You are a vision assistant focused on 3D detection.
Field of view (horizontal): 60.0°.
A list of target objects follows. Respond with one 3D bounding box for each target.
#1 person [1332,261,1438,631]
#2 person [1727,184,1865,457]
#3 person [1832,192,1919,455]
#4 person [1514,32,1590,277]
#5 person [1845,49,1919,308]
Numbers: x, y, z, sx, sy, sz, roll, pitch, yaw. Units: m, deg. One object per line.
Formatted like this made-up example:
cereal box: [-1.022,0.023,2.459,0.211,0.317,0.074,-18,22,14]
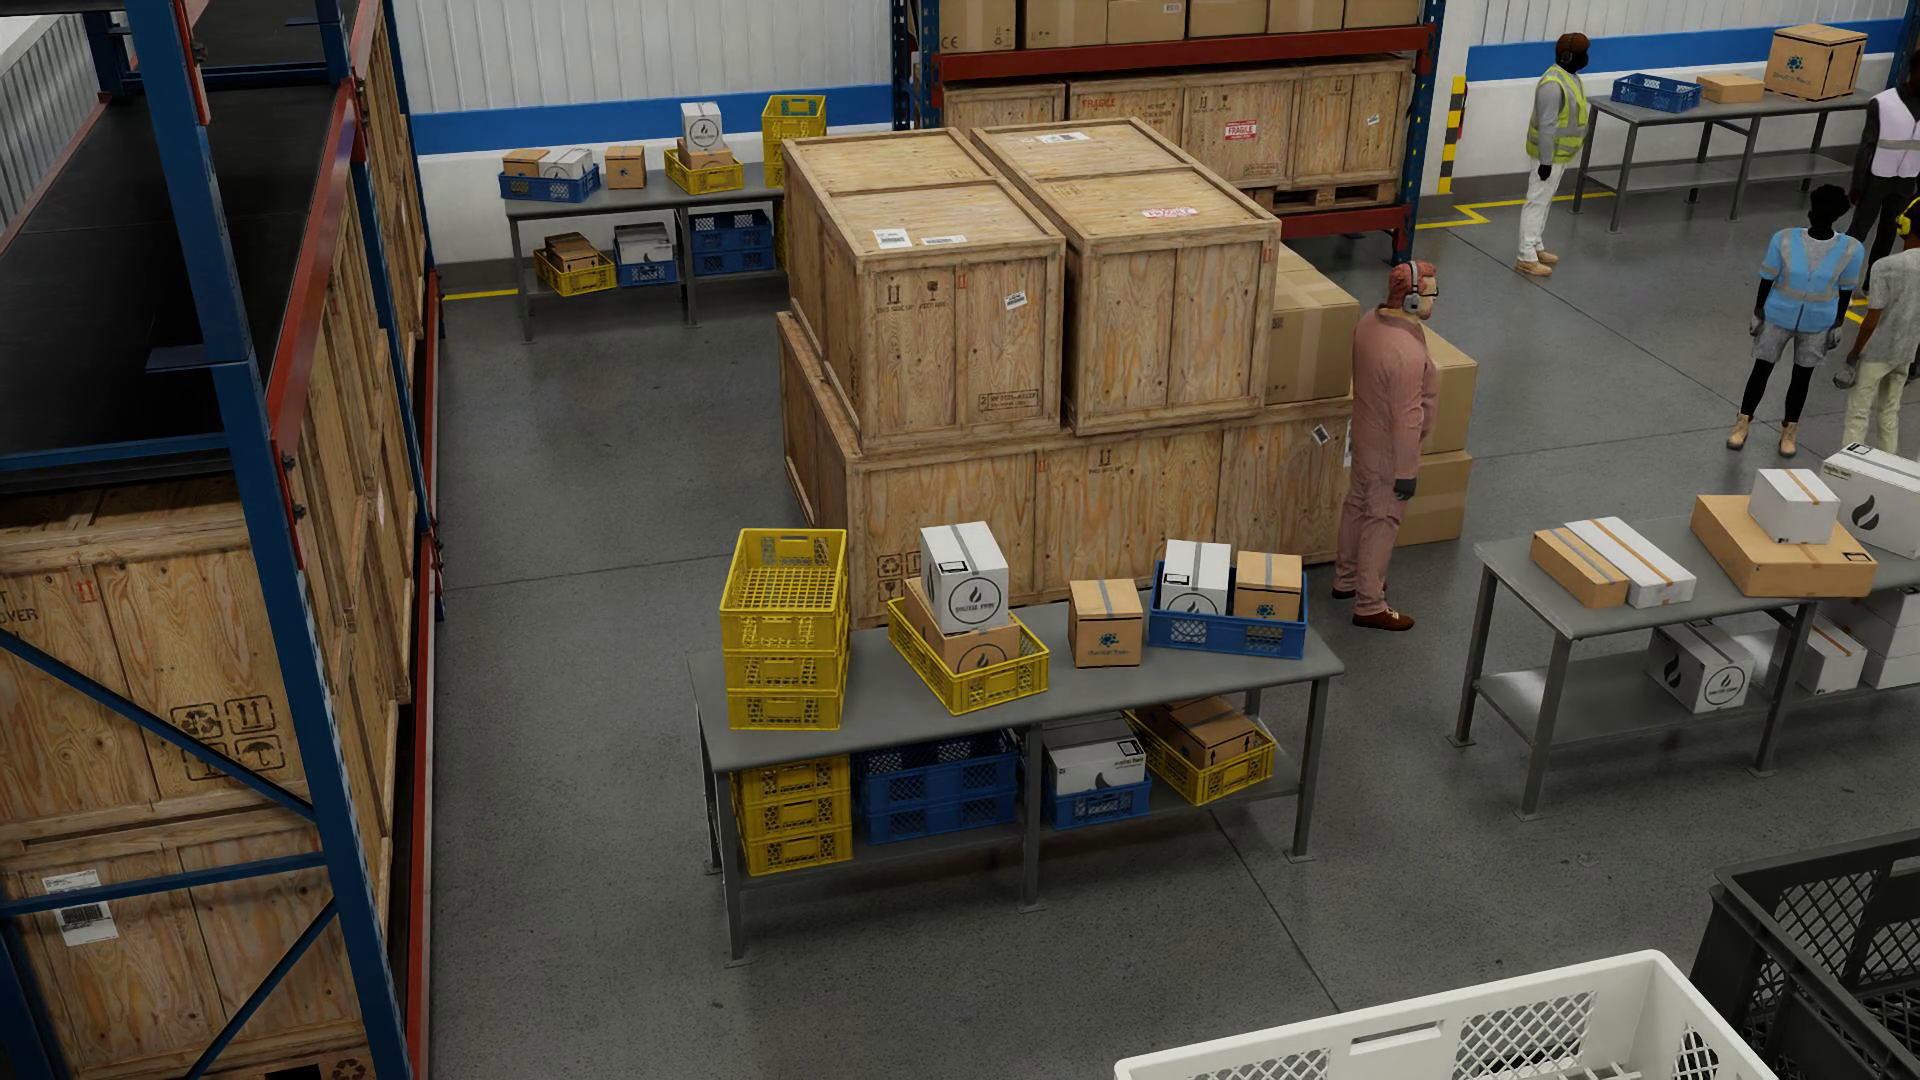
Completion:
person: [2.138,-0.469,8.257,0.409,1.907,0.651,-4,29,-7]
person: [5.039,-1.317,10.006,0.538,1.698,0.319,13,31,22]
person: [5.158,-1.017,9.290,0.534,1.868,0.309,-6,29,-11]
person: [4.615,-3.000,12.917,0.429,1.845,0.621,15,32,25]
person: [6.836,-2.660,12.234,0.579,1.910,0.395,-1,29,-2]
